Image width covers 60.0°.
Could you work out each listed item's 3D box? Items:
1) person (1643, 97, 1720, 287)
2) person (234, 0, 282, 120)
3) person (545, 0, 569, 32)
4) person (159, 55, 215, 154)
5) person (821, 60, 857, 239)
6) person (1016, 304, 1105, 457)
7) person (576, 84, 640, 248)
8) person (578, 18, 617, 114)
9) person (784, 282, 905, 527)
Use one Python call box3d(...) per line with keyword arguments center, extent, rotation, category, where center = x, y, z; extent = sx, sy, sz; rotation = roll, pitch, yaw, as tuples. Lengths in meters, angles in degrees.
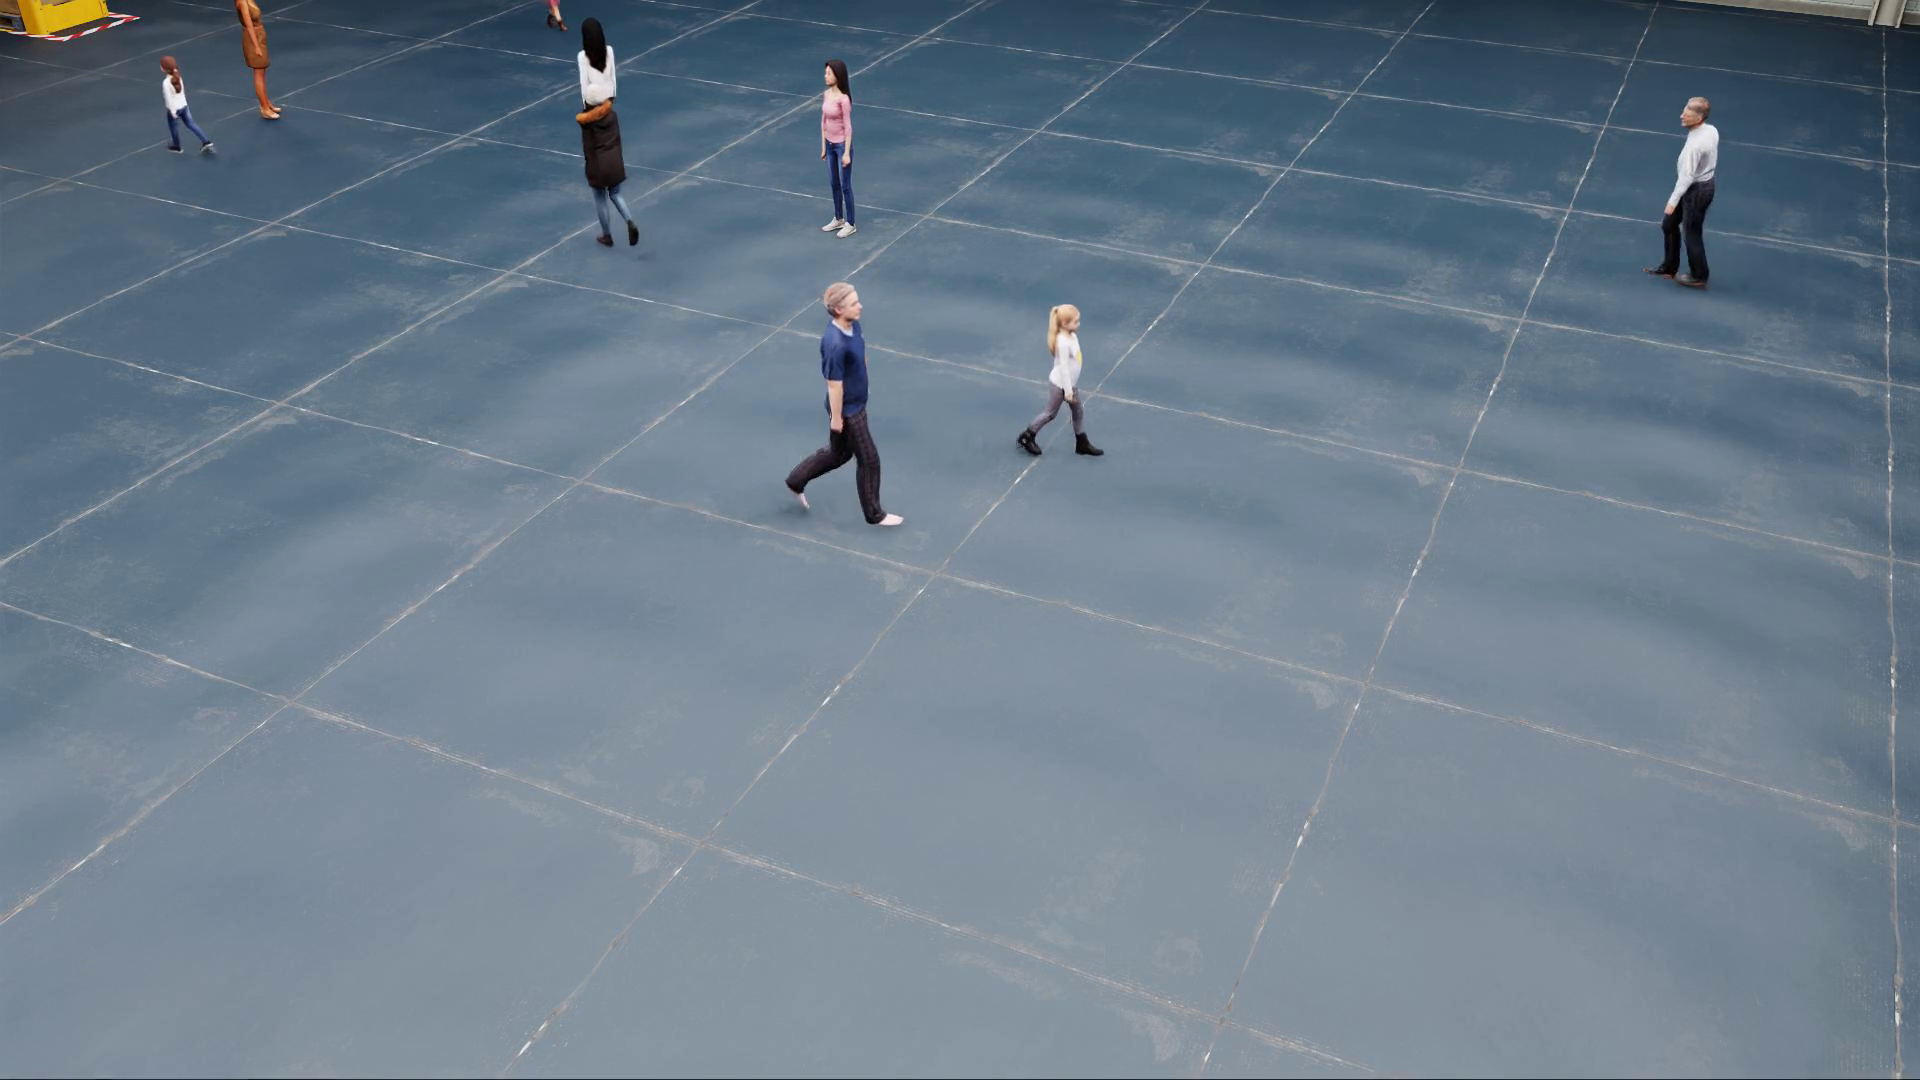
box3d(center=(6.797, -3.164, 15.248), extent=(0.782, 1.767, 0.661), rotation=(19, 37, 28), category="person")
box3d(center=(-8.278, -5.816, 19.530), extent=(0.685, 1.684, 0.643), rotation=(-8, 33, -12), category="person")
box3d(center=(-5.643, -7.574, 22.951), extent=(0.575, 1.008, 0.776), rotation=(-28, 42, -37), category="person")
box3d(center=(-8.668, -4.835, 18.529), extent=(0.809, 1.092, 0.512), rotation=(9, 33, 14), category="person")
box3d(center=(-1.195, -3.863, 16.380), extent=(0.714, 1.742, 0.584), rotation=(-23, 39, -31), category="person")
box3d(center=(0.713, -1.196, 12.603), extent=(0.931, 1.261, 0.593), rotation=(9, 33, 14), category="person")
box3d(center=(-3.378, -3.578, 16.040), extent=(0.927, 1.622, 0.793), rotation=(27, 41, 36), category="person")
box3d(center=(-3.812, -4.701, 17.760), extent=(0.762, 1.688, 0.864), rotation=(-28, 41, -36), category="person")
box3d(center=(-0.880, -0.931, 11.643), extent=(1.206, 1.838, 0.865), rotation=(5, 33, 8), category="person")
